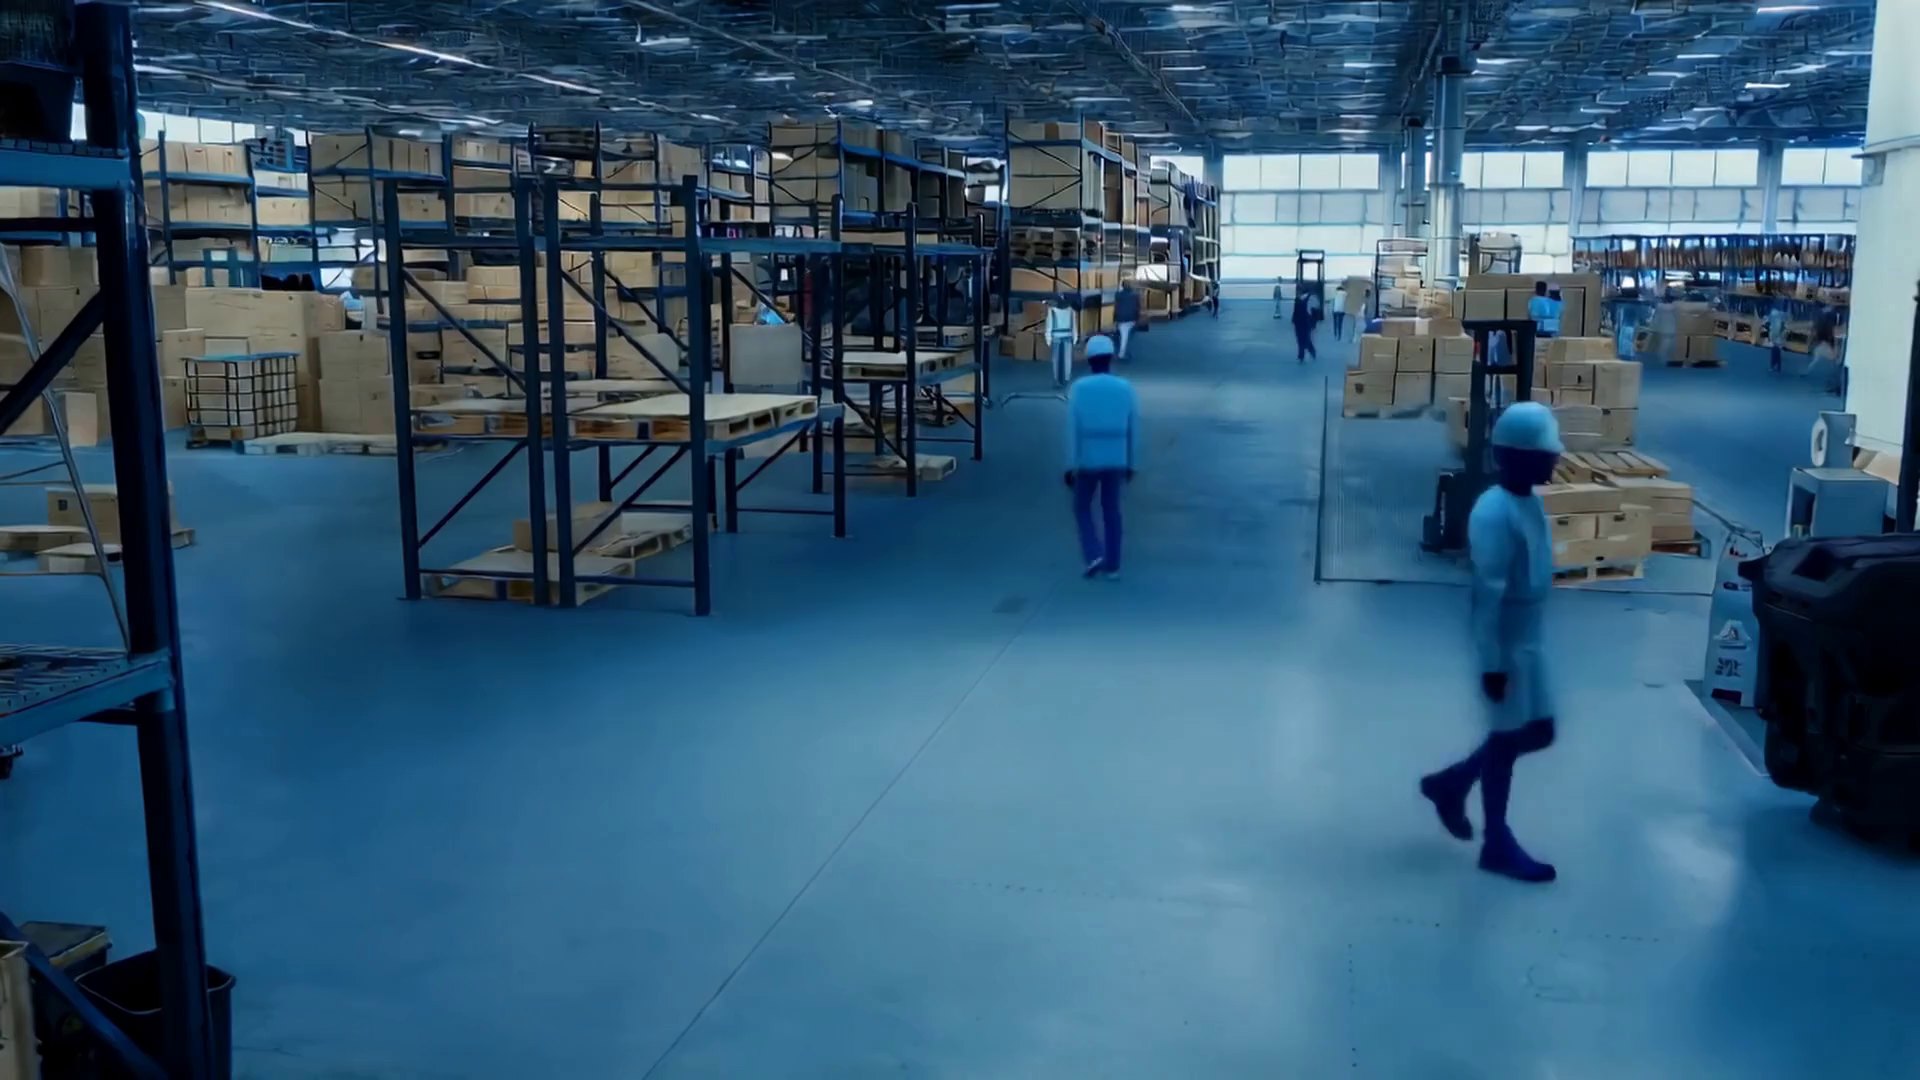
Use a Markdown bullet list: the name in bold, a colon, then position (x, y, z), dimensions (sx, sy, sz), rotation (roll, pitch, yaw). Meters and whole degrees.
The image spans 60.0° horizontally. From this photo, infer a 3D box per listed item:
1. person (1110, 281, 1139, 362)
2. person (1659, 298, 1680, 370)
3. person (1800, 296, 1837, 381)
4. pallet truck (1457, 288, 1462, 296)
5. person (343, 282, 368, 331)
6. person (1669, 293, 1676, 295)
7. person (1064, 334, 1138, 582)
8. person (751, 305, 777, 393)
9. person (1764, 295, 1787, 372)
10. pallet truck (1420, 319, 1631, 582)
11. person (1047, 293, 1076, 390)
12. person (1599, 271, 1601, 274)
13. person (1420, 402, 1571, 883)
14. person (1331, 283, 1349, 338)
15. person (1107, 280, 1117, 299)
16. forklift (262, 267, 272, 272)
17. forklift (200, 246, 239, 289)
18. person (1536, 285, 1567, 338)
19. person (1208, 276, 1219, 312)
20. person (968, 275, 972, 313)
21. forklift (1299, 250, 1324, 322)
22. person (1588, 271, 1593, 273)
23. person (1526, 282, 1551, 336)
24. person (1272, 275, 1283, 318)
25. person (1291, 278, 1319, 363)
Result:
- **person**: position (3.982, -5.267, 40.191), dimensions (0.605, 1.936, 1.044), rotation (8, 13, 41)
- **person**: position (15.937, -4.613, 37.226), dimensions (0.341, 1.615, 0.523), rotation (2, 10, 13)
- **person**: position (17.603, -4.109, 33.935), dimensions (0.530, 1.732, 0.873), rotation (-7, 12, -37)
- **pallet truck**: position (20.506, -9.785, 68.819), dimensions (0.653, 1.274, 1.630), rotation (2, 10, 12)
- **person**: position (-15.017, -5.449, 41.359), dimensions (0.587, 1.911, 0.397), rotation (-8, 12, -39)
- **person**: position (34.630, -12.043, 80.626), dimensions (0.403, 1.827, 0.601), rotation (-4, 11, -25)
- **person**: position (1.062, -0.622, 12.785), dimensions (0.662, 1.901, 0.485), rotation (-4, 10, -23)
- **person**: position (-3.627, -3.550, 30.912), dimensions (0.538, 1.624, 0.381), rotation (0, 10, 0)
- **person**: position (17.936, -4.524, 36.525), dimensions (0.320, 1.693, 0.536), rotation (1, 10, 4)
- **pallet truck**: position (4.543, -0.757, 13.299), dimensions (0.823, 1.965, 1.885), rotation (-4, 10, -22)
- **person**: position (1.942, -3.772, 31.638), dimensions (0.600, 1.829, 0.980), rotation (-2, 10, -9)
- **person**: position (33.877, -13.347, 88.285), dimensions (0.389, 1.850, 0.563), rotation (-1, 10, -7)
- **person**: position (2.152, 0.401, 6.667), dimensions (0.515, 1.922, 0.551), rotation (8, 13, 40)
- **person**: position (11.995, -7.248, 52.497), dimensions (0.550, 1.722, 0.885), rotation (3, 10, 15)
- **person**: position (6.487, -10.483, 71.066), dimensions (0.543, 1.939, 0.361), rotation (-4, 10, -21)
- **forklift**: position (-23.677, -8.640, 57.371), dimensions (1.873, 2.768, 1.129), rotation (1, 10, 3)
- **forklift**: position (-20.222, -6.645, 45.556), dimensions (1.129, 2.768, 1.873), rotation (2, 10, 12)
- **person**: position (13.077, -4.669, 36.779), dimensions (0.641, 1.908, 0.428), rotation (-1, 10, -3)
- **person**: position (11.909, -11.578, 78.256), dimensions (0.538, 1.700, 0.317), rotation (0, 10, 3)
- **person**: position (0.557, -11.296, 76.406), dimensions (0.599, 1.778, 0.668), rotation (2, 10, 11)
- **forklift**: position (13.778, -10.002, 65.433), dimensions (1.129, 2.768, 1.873), rotation (2, 10, 12)
- **person**: position (29.897, -11.825, 79.061), dimensions (0.604, 1.911, 0.840), rotation (4, 10, 20)
- **person**: position (13.208, -4.907, 37.966), dimensions (0.618, 1.963, 0.361), rotation (8, 12, 38)
- **person**: position (13.404, -10.288, 70.279), dimensions (0.404, 1.824, 0.585), rotation (-4, 11, -24)
- **person**: position (8.163, -5.222, 39.610), dimensions (0.542, 2.000, 0.679), rotation (-6, 11, -33)
